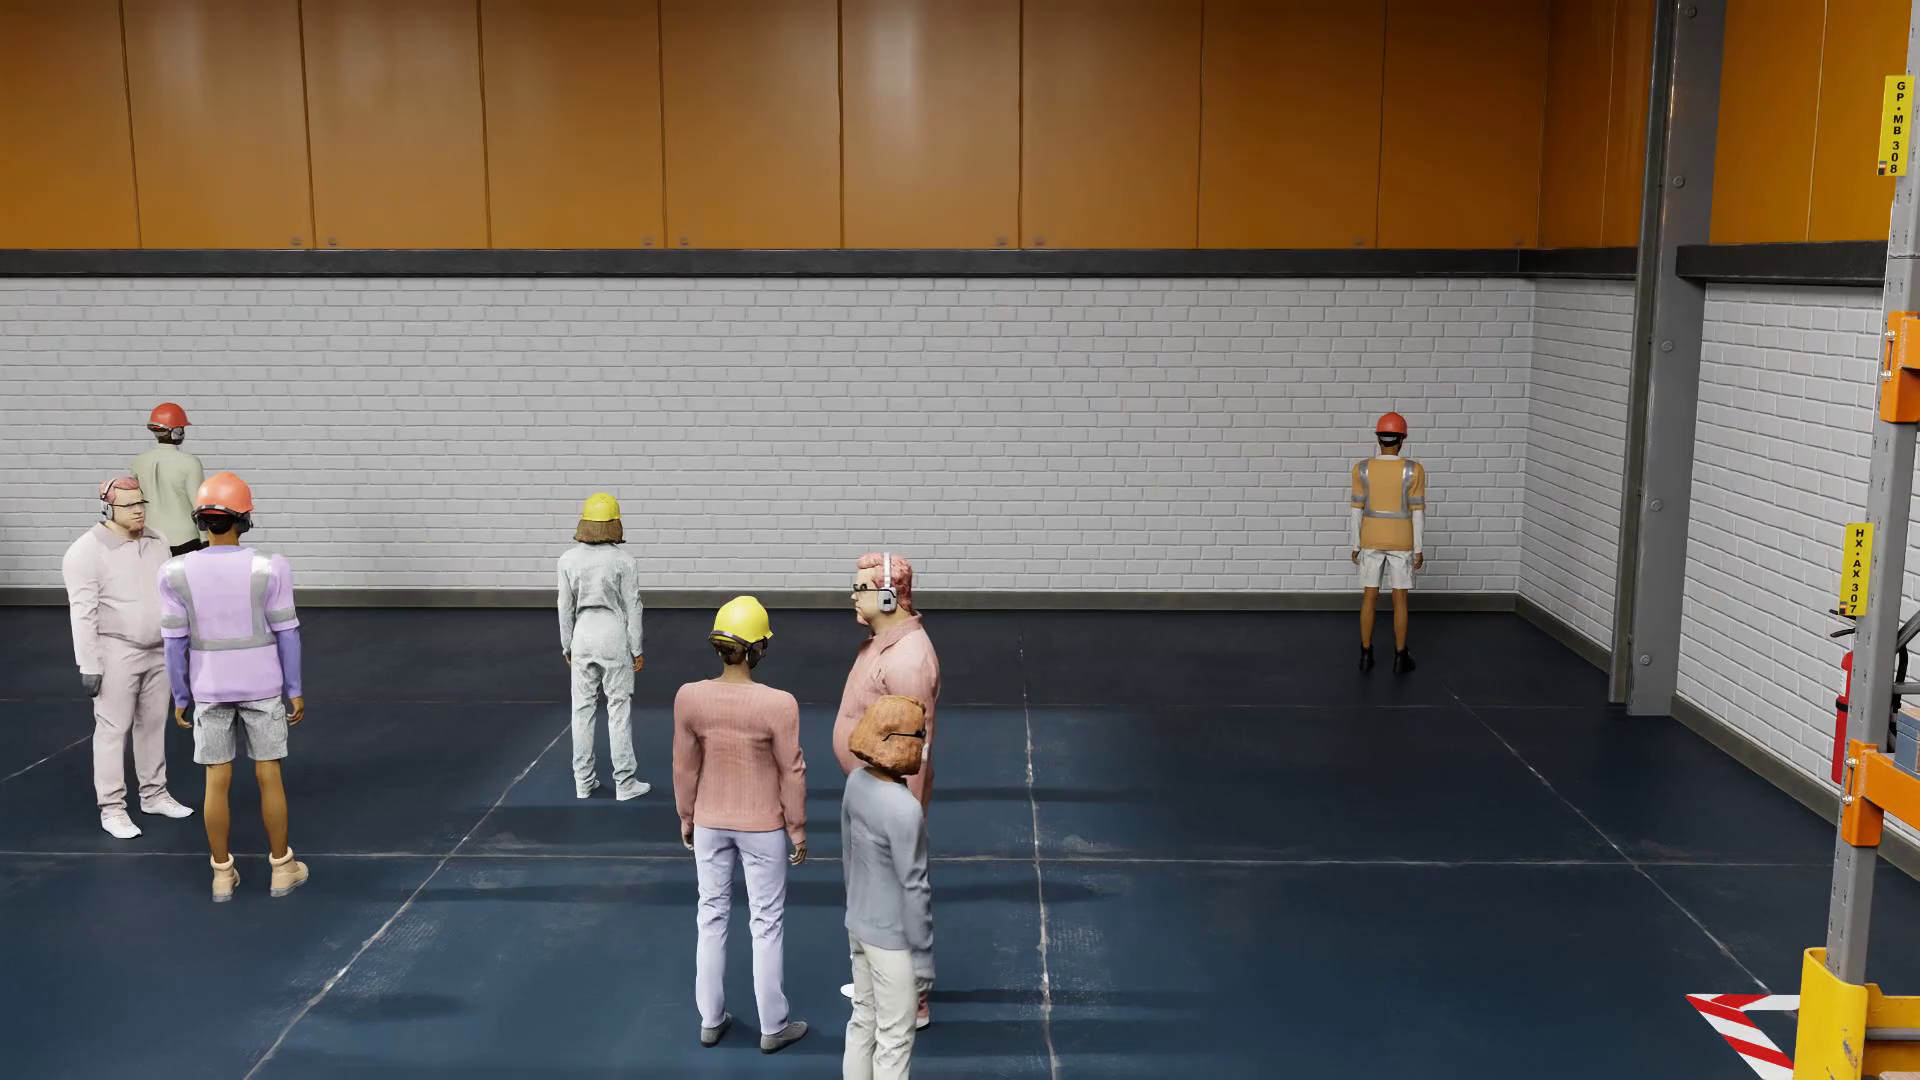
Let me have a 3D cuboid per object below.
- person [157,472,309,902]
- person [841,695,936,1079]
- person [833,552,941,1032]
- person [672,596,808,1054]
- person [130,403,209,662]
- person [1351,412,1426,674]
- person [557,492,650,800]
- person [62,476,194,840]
[{"bbox_3d":[-3.429,0.696,7.890,0.605,2.045,0.379,-2,10,-11],"label":"person"},{"bbox_3d":[-0.228,1.305,5.472,0.284,1.633,0.498,-5,11,-27],"label":"person"},{"bbox_3d":[-0.295,0.988,6.553,0.409,1.907,0.651,-2,10,-10],"label":"person"},{"bbox_3d":[-0.831,1.087,6.382,0.535,1.767,0.316,3,10,16],"label":"person"},{"bbox_3d":[-5.799,-0.017,12.309,0.610,1.996,0.386,2,10,14],"label":"person"},{"bbox_3d":[3.157,0.021,12.283,0.542,1.929,0.373,4,10,25],"label":"person"},{"bbox_3d":[-2.009,0.597,9.386,0.492,1.742,0.320,2,10,13],"label":"person"},{"bbox_3d":[-4.383,0.607,8.840,0.402,1.906,0.652,3,10,19],"label":"person"}]
